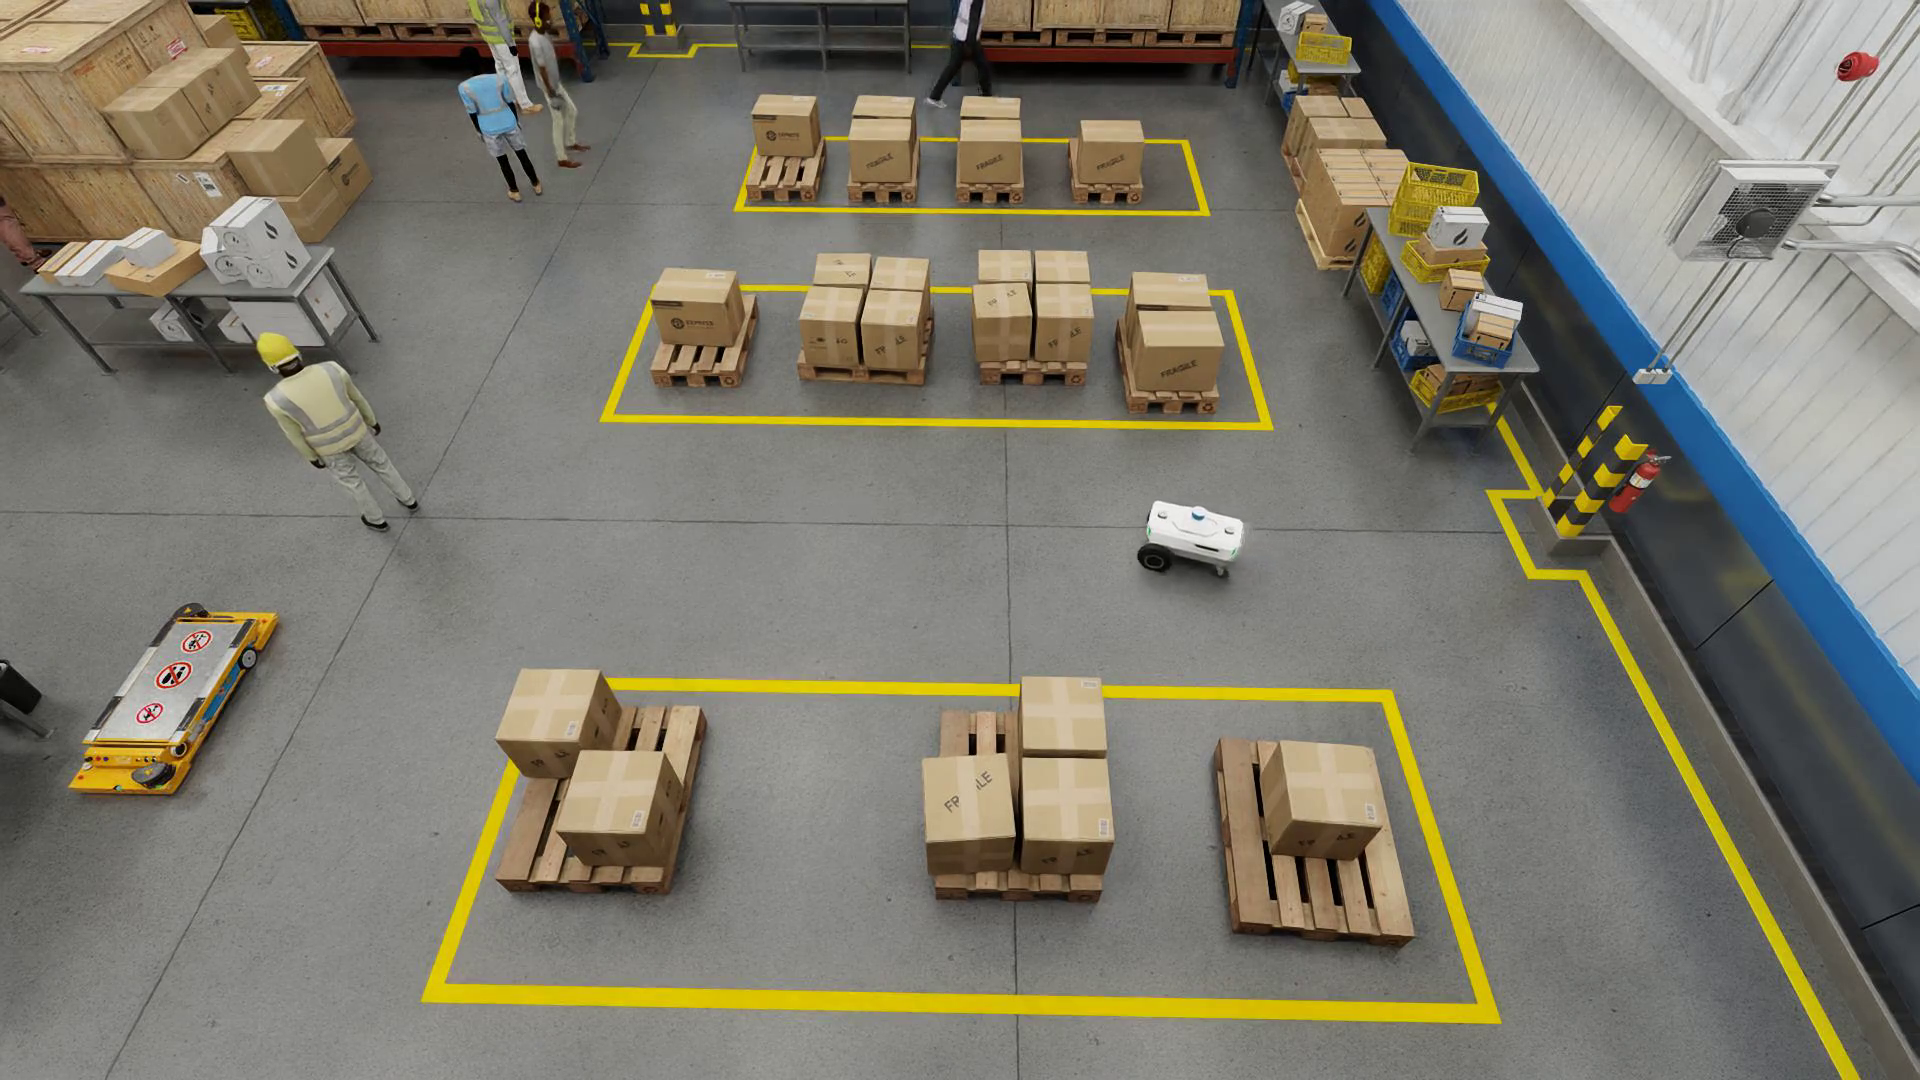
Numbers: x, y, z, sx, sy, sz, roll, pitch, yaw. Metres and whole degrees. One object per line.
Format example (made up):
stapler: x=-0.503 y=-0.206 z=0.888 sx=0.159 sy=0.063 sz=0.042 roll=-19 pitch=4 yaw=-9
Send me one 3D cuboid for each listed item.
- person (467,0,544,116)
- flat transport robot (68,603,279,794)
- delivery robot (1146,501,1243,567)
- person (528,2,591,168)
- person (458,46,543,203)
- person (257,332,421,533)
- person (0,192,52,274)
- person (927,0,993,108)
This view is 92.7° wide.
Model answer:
person: x=-5.917 y=-6.473 z=11.807 sx=0.634 sy=1.838 sz=0.429 roll=34 pitch=58 yaw=25
flat transport robot: x=-5.504 y=1.072 z=6.442 sx=0.652 sy=0.197 sz=1.431 roll=1 pitch=50 yaw=1
delivery robot: x=1.826 y=-0.067 z=7.162 sx=0.707 sy=0.478 sz=0.477 roll=14 pitch=51 yaw=12
person: x=-4.809 y=-5.368 z=10.874 sx=0.435 sy=1.841 sz=0.557 roll=-4 pitch=50 yaw=-3
person: x=-5.226 y=-4.679 z=10.378 sx=0.535 sy=1.699 sz=0.321 roll=-28 pitch=55 yaw=-22
person: x=-4.771 y=-0.815 z=7.029 sx=0.403 sy=1.823 sz=0.590 roll=30 pitch=56 yaw=23
person: x=-10.083 y=-3.658 z=9.390 sx=0.635 sy=1.900 sz=0.401 roll=21 pitch=53 yaw=17
person: x=0.062 y=-6.499 z=11.826 sx=1.052 sy=1.859 sz=0.605 roll=-10 pitch=50 yaw=-8
